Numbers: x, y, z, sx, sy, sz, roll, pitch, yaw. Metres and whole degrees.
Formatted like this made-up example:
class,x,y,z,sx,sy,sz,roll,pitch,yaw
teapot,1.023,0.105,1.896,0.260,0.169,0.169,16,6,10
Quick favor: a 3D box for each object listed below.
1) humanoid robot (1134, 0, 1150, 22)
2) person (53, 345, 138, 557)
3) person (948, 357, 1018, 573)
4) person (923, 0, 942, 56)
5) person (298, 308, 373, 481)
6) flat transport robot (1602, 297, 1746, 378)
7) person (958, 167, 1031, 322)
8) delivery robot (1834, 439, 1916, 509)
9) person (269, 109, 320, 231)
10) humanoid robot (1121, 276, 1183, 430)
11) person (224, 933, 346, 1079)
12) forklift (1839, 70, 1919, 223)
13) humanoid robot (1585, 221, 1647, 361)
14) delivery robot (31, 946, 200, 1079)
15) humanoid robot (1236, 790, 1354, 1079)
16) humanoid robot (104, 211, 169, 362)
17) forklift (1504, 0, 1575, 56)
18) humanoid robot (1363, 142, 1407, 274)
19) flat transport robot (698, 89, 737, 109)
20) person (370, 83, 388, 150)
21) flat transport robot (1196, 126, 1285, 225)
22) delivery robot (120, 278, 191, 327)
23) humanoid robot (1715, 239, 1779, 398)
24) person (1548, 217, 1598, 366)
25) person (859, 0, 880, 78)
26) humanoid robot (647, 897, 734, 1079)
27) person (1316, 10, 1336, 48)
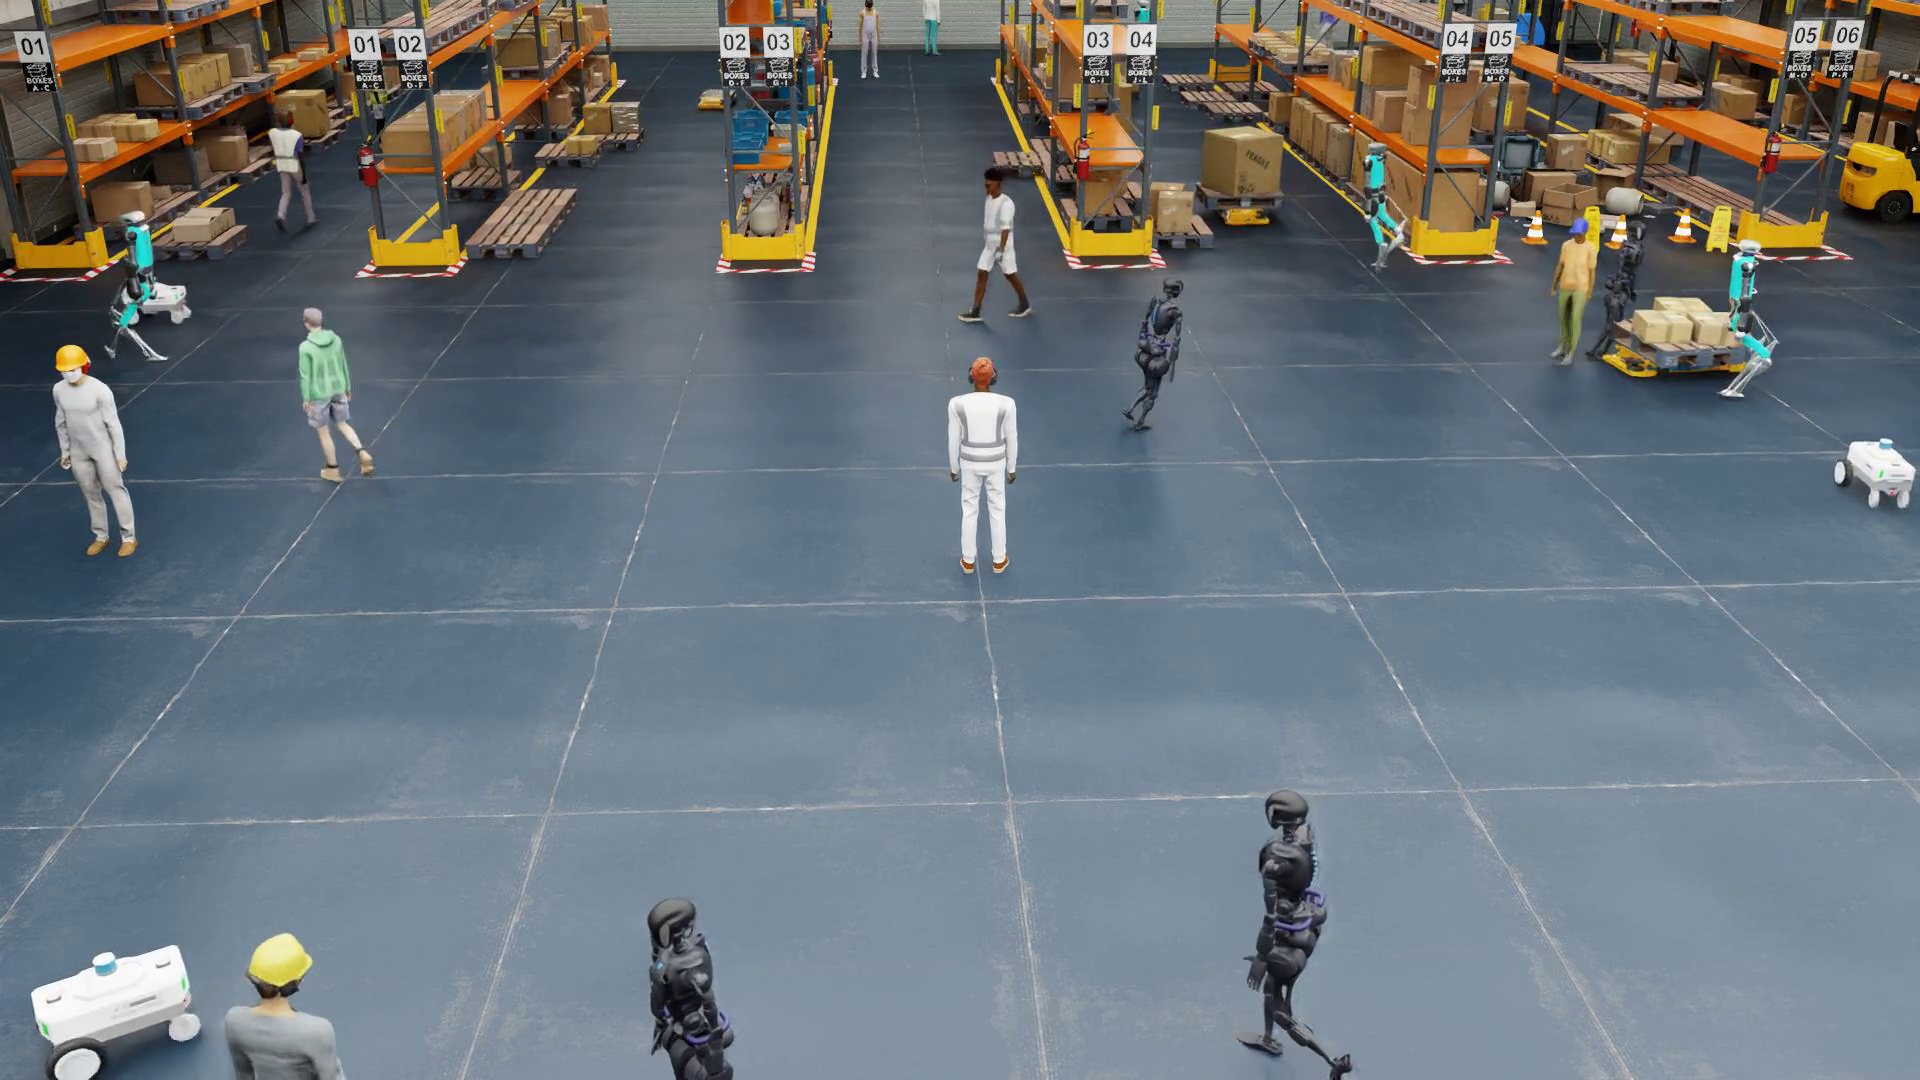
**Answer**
class,x,y,z,sx,sy,sz,roll,pitch,yaw
humanoid robot,4.124,-11.838,39.107,0.533,1.673,0.735,-17,29,-33
person,-7.408,-0.764,14.202,0.569,1.889,0.389,2,24,4
person,0.191,-0.612,13.866,0.573,1.882,0.357,1,24,2
person,-0.712,-13.287,42.486,0.525,1.768,0.329,19,30,36
person,-5.943,-1.347,15.708,0.554,1.723,0.480,17,29,33
flat transport robot,8.237,-2.095,19.181,1.431,0.231,0.659,-4,24,-9
person,0.487,-3.677,20.711,0.991,1.922,0.617,-14,28,-29
delivery robot,8.615,-0.659,15.600,0.499,0.594,0.778,1,24,3
person,-10.106,-5.581,25.110,0.565,1.819,0.837,4,24,8
humanoid robot,1.982,-1.905,17.036,0.478,1.626,0.628,-15,28,-31
person,-2.824,2.446,7.143,0.542,1.747,0.379,5,25,12
forklift,15.132,-6.143,25.915,2.313,2.155,1.214,-1,24,-2
humanoid robot,7.638,-2.901,19.277,0.408,1.641,0.603,21,31,38
delivery robot,-4.411,2.416,8.662,0.756,0.571,0.499,-15,28,-30
humanoid robot,1.741,1.973,8.327,0.600,1.620,0.583,14,27,28
humanoid robot,-9.703,-2.892,19.230,0.902,1.819,0.573,0,24,1
forklift,14.700,-13.805,42.301,1.873,2.768,1.129,-1,24,-2
humanoid robot,5.867,-4.483,22.864,0.738,1.877,0.537,17,29,34
flat transport robot,-5.217,-9.494,35.805,0.659,0.231,1.431,0,24,0
person,-10.834,-8.165,31.059,0.318,1.699,0.534,-4,24,-8
flat transport robot,4.390,-5.220,26.203,0.659,0.231,1.431,-1,24,-2
delivery robot,-10.106,-2.983,20.840,0.808,0.607,0.499,-2,24,-4
humanoid robot,8.561,-2.343,17.899,0.686,1.771,0.536,5,24,11
person,7.058,-2.884,19.183,0.394,1.711,0.451,-20,31,-37
person,-2.123,-11.797,39.020,0.509,1.863,0.374,-5,25,-12
humanoid robot,-1.234,2.303,7.560,0.328,1.646,0.610,-18,29,-34
person,9.086,-12.848,41.476,0.699,1.777,0.587,-4,24,-9
